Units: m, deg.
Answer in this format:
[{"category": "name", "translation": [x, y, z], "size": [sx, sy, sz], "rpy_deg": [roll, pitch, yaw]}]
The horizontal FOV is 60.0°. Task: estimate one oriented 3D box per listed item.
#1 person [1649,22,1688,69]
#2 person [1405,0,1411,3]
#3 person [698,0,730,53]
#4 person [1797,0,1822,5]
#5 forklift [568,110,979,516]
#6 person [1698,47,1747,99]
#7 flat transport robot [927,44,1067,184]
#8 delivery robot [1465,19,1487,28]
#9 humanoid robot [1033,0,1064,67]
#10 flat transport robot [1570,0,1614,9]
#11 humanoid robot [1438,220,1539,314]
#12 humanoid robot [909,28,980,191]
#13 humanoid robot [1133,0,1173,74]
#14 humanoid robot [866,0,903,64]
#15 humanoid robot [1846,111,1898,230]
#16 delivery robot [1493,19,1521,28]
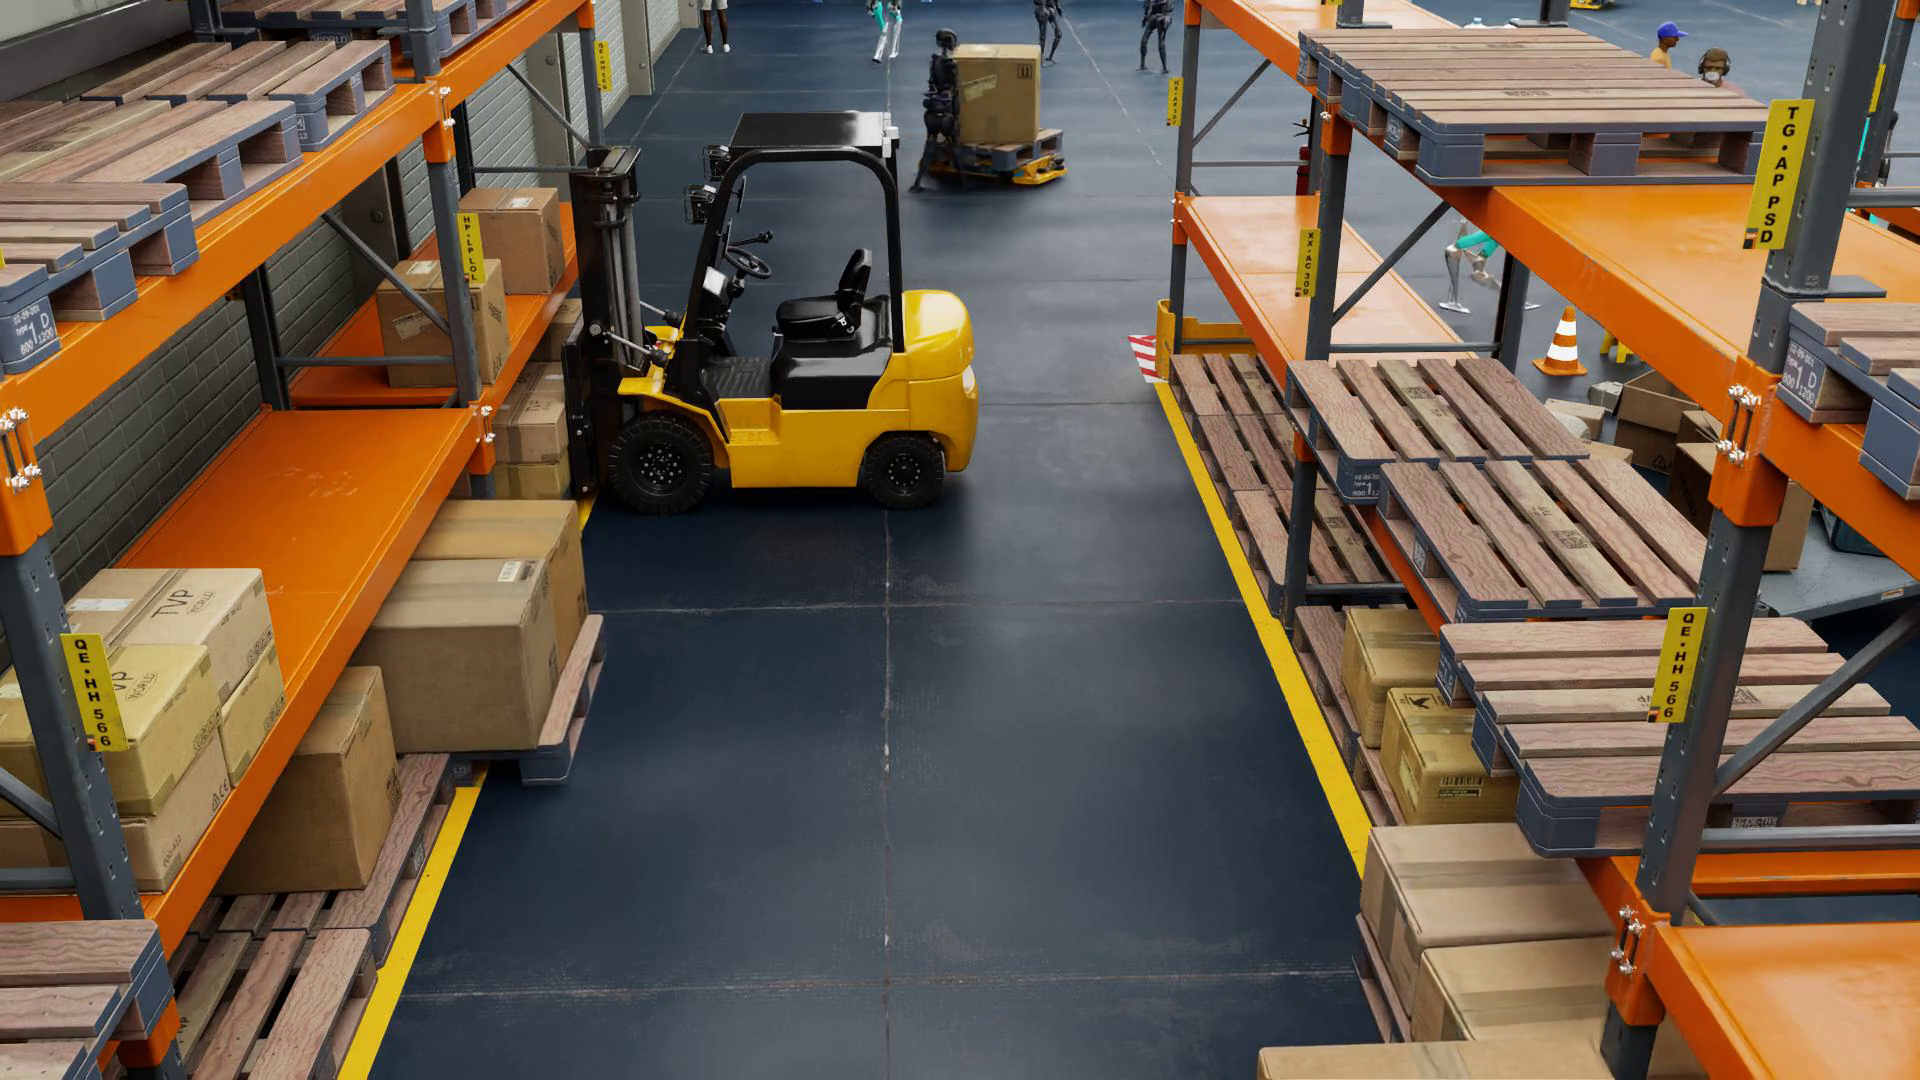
[{"category": "person", "translation": [7.033, -4.352, 16.824], "size": [0.354, 1.718, 0.442], "rpy_deg": [9, 27, 17]}, {"category": "person", "translation": [6.669, -8.328, 25.093], "size": [0.571, 1.843, 0.376], "rpy_deg": [-8, 26, -15]}, {"category": "person", "translation": [-3.730, -8.295, 24.962], "size": [0.552, 1.898, 0.358], "rpy_deg": [-9, 27, -18]}, {"category": "person", "translation": [15.411, -10.568, 29.785], "size": [0.546, 1.890, 0.381], "rpy_deg": [6, 26, 12]}, {"category": "forklift", "translation": [-1.043, -1.379, 9.976], "size": [2.313, 2.155, 1.214], "rpy_deg": [-1, 25, -2]}, {"category": "person", "translation": [6.257, -3.203, 14.149], "size": [0.622, 1.931, 0.363], "rpy_deg": [10, 27, 20]}, {"category": "flat transport robot", "translation": [0.372, -4.032, 17.843], "size": [1.431, 0.231, 0.659], "rpy_deg": [15, 29, 28]}, {"category": "delivery robot", "translation": [7.636, -7.401, 24.662], "size": [0.499, 0.612, 0.816], "rpy_deg": [7, 26, 14]}, {"category": "humanoid robot", "translation": [1.259, -7.660, 23.868], "size": [0.345, 1.650, 0.602], "rpy_deg": [14, 29, 28]}, {"category": "flat transport robot", "translation": [11.289, -9.733, 29.914], "size": [0.659, 0.231, 1.431], "rpy_deg": [14, 29, 28]}, {"category": "humanoid robot", "translation": [4.122, -2.537, 12.992], "size": [1.033, 1.748, 0.544], "rpy_deg": [-1, 25, -3]}, {"category": "humanoid robot", "translation": [-0.175, -4.377, 16.970], "size": [0.733, 1.635, 0.590], "rpy_deg": [-14, 29, -27]}, {"category": "humanoid robot", "translation": [2.748, -7.354, 23.251], "size": [0.529, 1.645, 0.611], "rpy_deg": [-15, 29, -29]}, {"category": "humanoid robot", "translation": [-1.056, -7.710, 23.902], "size": [0.542, 1.735, 1.010], "rpy_deg": [6, 26, 13]}, {"category": "humanoid robot", "translation": [7.146, -2.661, 13.153], "size": [0.531, 1.706, 0.780], "rpy_deg": [-2, 25, -4]}, {"category": "delivery robot", "translation": [8.260, -7.414, 24.691], "size": [0.816, 0.613, 0.499], "rpy_deg": [11, 28, 22]}]
